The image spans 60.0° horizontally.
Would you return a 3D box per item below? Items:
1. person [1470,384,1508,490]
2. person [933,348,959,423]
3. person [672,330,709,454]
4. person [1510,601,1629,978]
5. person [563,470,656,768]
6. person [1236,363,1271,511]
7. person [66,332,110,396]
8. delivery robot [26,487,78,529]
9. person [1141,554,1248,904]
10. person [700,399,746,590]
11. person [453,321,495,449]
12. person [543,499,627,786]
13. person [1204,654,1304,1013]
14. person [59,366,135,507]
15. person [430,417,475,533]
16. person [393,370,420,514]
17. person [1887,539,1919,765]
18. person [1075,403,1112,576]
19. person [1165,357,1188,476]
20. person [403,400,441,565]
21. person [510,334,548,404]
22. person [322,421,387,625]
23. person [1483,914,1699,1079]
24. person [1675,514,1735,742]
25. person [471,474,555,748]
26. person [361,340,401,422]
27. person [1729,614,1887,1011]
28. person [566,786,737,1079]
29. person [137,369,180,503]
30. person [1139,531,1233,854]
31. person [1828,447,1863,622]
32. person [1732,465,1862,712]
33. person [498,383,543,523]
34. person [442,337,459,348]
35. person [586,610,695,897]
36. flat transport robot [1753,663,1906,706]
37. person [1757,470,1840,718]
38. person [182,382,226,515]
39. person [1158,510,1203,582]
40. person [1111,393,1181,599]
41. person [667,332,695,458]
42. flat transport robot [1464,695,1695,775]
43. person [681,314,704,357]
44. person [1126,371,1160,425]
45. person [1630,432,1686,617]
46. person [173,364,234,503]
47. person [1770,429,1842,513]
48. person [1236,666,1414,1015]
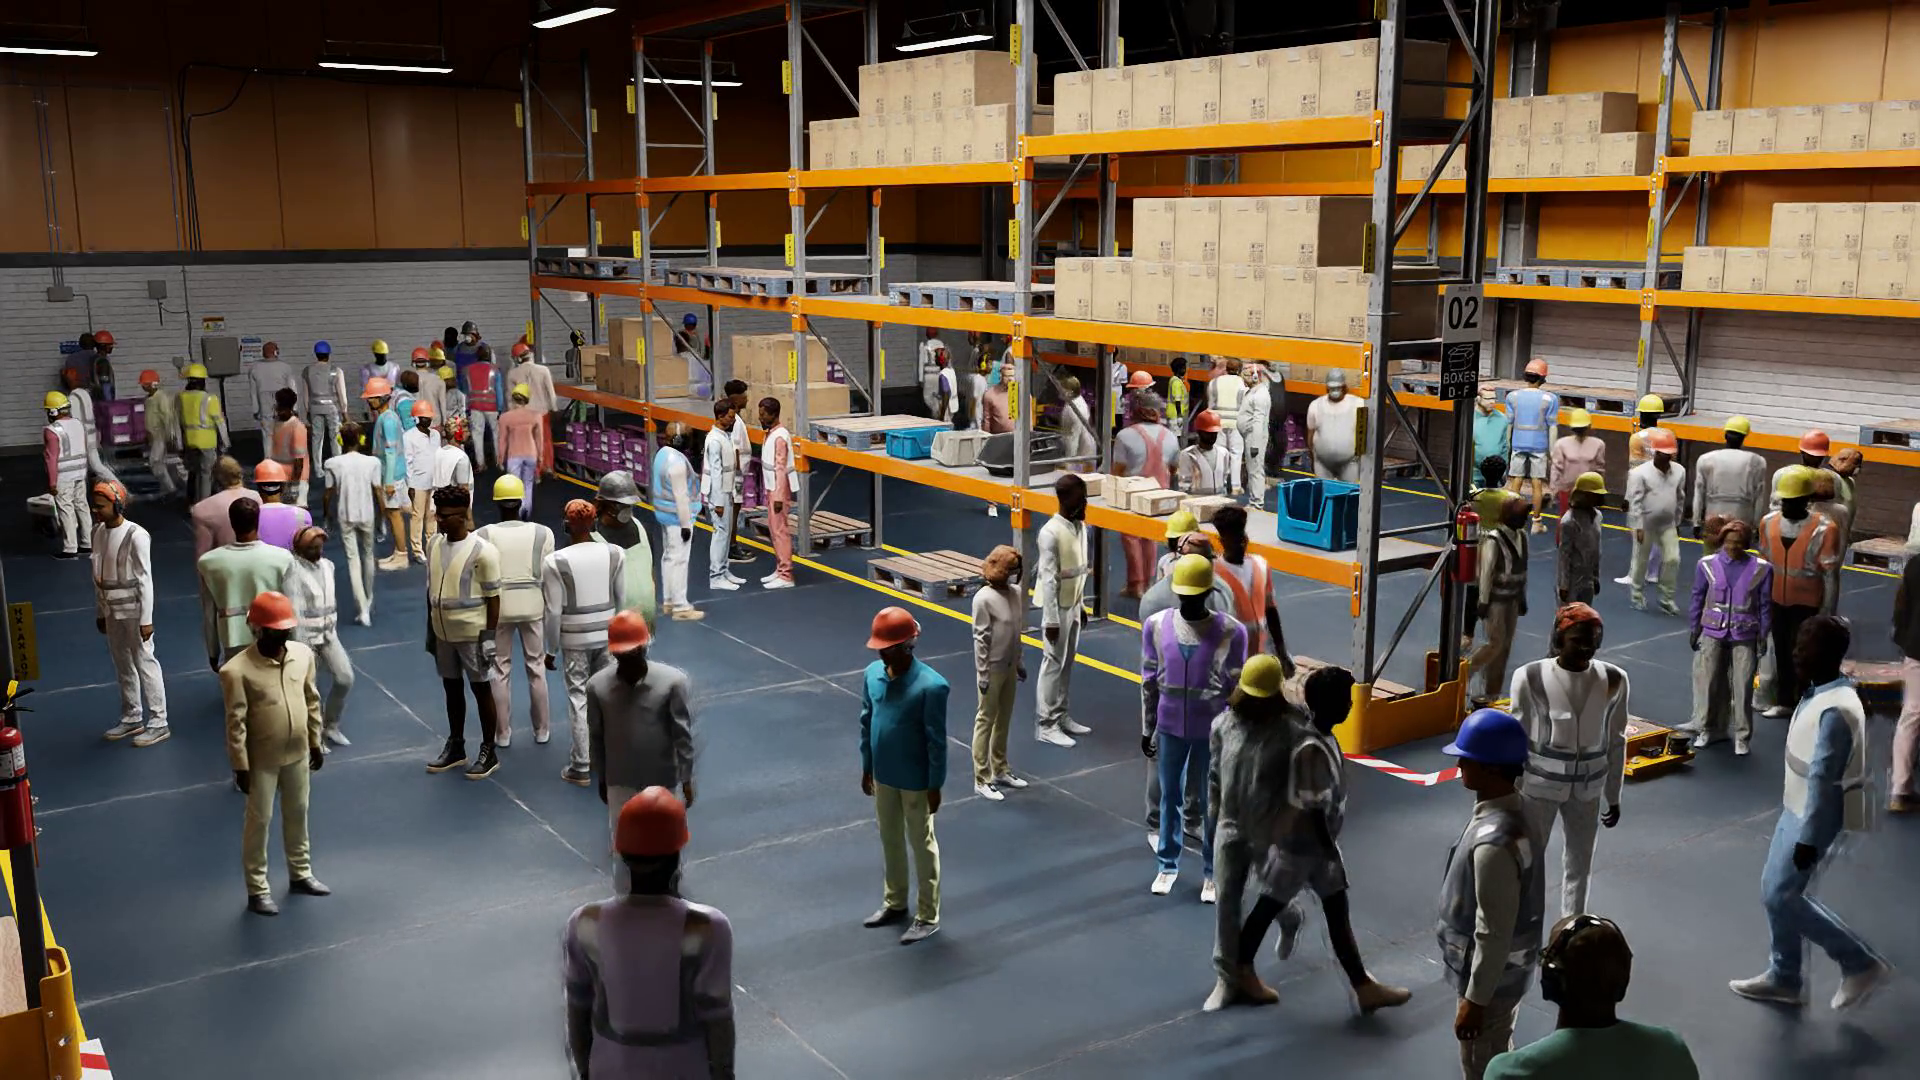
[{"bbox_3d":[5.640,-0.737,18.001,0.648,1.899,0.399,-3,11,-13],"label":"person"},{"bbox_3d":[-0.206,-1.805,23.587,0.377,1.844,0.570,1,11,6],"label":"person"},{"bbox_3d":[-4.215,-2.298,25.949,1.071,1.931,0.622,3,12,17],"label":"person"},{"bbox_3d":[2.932,1.214,8.079,0.574,1.878,0.344,0,11,0],"label":"person"},{"bbox_3d":[-2.285,0.526,11.160,0.535,2.000,0.680,11,15,43],"label":"person"},{"bbox_3d":[3.600,-1.226,20.496,0.399,1.900,0.644,1,11,3],"label":"person"},{"bbox_3d":[-13.180,-2.178,25.264,0.635,1.936,0.354,-2,11,-10],"label":"person"},{"bbox_3d":[-10.539,-0.379,19.367,0.707,0.478,0.477,7,13,32],"label":"delivery robot"},{"bbox_3d":[1.253,1.009,9.004,0.586,1.920,0.398,5,12,23],"label":"person"},{"bbox_3d":[-2.375,-0.453,16.522,0.398,1.909,0.600,0,11,0],"label":"person"},{"bbox_3d":[-7.751,-2.456,26.421,0.673,2.000,0.536,1,11,7],"label":"person"},{"bbox_3d":[-2.433,0.665,10.856,0.573,1.883,0.353,-8,13,-34],"label":"person"},{"bbox_3d":[1.426,1.335,7.868,0.504,1.714,0.680,7,13,30],"label":"person"},{"bbox_3d":[-10.947,-1.262,20.839,0.969,1.845,0.557,-1,11,-5],"label":"person"},{"bbox_3d":[-4.745,-0.237,15.602,0.392,1.836,0.561,-10,15,-41],"label":"person"},{"bbox_3d":[-6.872,-1.229,20.776,0.436,1.804,0.776,-4,12,-21],"label":"person"},{"bbox_3d":[6.601,0.615,11.292,0.528,1.859,0.887,7,13,32],"label":"person"},{"bbox_3d":[1.385,-0.525,17.106,0.586,1.818,0.592,3,12,17],"label":"person"},{"bbox_3d":[3.098,-1.767,23.775,0.318,1.698,0.533,0,11,-1],"label":"person"},{"bbox_3d":[-5.708,-0.623,17.778,0.326,1.752,0.560,5,12,23],"label":"person"},{"bbox_3d":[-6.838,-2.333,26.334,0.587,1.846,0.973,-1,11,-7],"label":"person"},{"bbox_3d":[-5.593,-0.181,15.316,0.538,1.822,0.966,-5,12,-26],"label":"person"},{"bbox_3d":[1.595,1.904,4.370,0.637,1.938,0.357,-4,12,-20],"label":"person"},{"bbox_3d":[5.326,0.619,11.738,0.374,1.628,0.549,4,12,20],"label":"person"},{"bbox_3d":[-3.114,0.498,11.624,0.587,1.920,0.391,-4,12,-19],"label":"person"},{"bbox_3d":[-8.511,-2.003,24.468,0.591,1.903,0.751,-9,14,-40],"label":"person"},{"bbox_3d":[3.965,1.275,7.697,0.523,1.886,0.608,4,12,19],"label":"person"},{"bbox_3d":[-0.987,1.711,5.474,0.569,1.888,0.957,0,11,2],"label":"person"},{"bbox_3d":[-10.371,-1.332,21.441,0.367,1.736,0.577,-10,15,-41],"label":"person"},{"bbox_3d":[1.345,0.887,9.658,0.646,1.907,0.401,-6,13,-30],"label":"person"},{"bbox_3d":[7.948,-0.031,15.057,0.288,1.633,0.497,11,15,43],"label":"person"},{"bbox_3d":[6.238,0.386,12.295,0.798,1.877,0.613,6,13,29],"label":"person"},{"bbox_3d":[-5.198,-0.997,19.745,0.537,1.737,0.681,-6,13,-29],"label":"person"},{"bbox_3d":[-8.354,-2.515,27.432,0.326,1.767,0.533,1,11,5],"label":"person"},{"bbox_3d":[-1.644,1.176,8.658,0.561,1.723,0.826,0,11,-1],"label":"person"},{"bbox_3d":[6.879,1.100,12.763,1.431,0.197,0.652,1,11,6],"label":"flat transport robot"},{"bbox_3d":[6.064,0.421,12.089,0.536,1.902,0.593,-7,13,-32],"label":"person"},{"bbox_3d":[-9.401,-1.136,20.570,0.549,1.689,0.331,0,11,0],"label":"person"},{"bbox_3d":[1.527,0.650,11.320,0.494,1.732,0.319,9,14,38],"label":"person"},{"bbox_3d":[1.766,-0.457,16.192,0.707,2.000,0.537,-5,12,-22],"label":"person"},{"bbox_3d":[-4.242,-2.196,25.354,0.446,1.935,0.641,9,14,38],"label":"person"},{"bbox_3d":[4.316,1.317,11.654,0.652,0.197,1.431,-7,13,-31],"label":"flat transport robot"},{"bbox_3d":[-4.825,-3.123,30.105,0.411,1.939,0.596,0,11,-1],"label":"person"},{"bbox_3d":[2.036,-0.896,18.586,0.408,1.987,0.614,3,11,14],"label":"person"},{"bbox_3d":[6.472,-0.144,15.390,0.580,1.724,0.644,-1,11,-6],"label":"person"},{"bbox_3d":[-9.199,-1.198,20.315,0.608,1.907,0.582,3,11,15],"label":"person"},{"bbox_3d":[7.133,0.015,14.078,0.549,1.925,0.389,3,11,16],"label":"person"},{"bbox_3d":[1.665,1.397,7.690,0.866,1.639,0.556,5,12,24],"label":"person"}]
